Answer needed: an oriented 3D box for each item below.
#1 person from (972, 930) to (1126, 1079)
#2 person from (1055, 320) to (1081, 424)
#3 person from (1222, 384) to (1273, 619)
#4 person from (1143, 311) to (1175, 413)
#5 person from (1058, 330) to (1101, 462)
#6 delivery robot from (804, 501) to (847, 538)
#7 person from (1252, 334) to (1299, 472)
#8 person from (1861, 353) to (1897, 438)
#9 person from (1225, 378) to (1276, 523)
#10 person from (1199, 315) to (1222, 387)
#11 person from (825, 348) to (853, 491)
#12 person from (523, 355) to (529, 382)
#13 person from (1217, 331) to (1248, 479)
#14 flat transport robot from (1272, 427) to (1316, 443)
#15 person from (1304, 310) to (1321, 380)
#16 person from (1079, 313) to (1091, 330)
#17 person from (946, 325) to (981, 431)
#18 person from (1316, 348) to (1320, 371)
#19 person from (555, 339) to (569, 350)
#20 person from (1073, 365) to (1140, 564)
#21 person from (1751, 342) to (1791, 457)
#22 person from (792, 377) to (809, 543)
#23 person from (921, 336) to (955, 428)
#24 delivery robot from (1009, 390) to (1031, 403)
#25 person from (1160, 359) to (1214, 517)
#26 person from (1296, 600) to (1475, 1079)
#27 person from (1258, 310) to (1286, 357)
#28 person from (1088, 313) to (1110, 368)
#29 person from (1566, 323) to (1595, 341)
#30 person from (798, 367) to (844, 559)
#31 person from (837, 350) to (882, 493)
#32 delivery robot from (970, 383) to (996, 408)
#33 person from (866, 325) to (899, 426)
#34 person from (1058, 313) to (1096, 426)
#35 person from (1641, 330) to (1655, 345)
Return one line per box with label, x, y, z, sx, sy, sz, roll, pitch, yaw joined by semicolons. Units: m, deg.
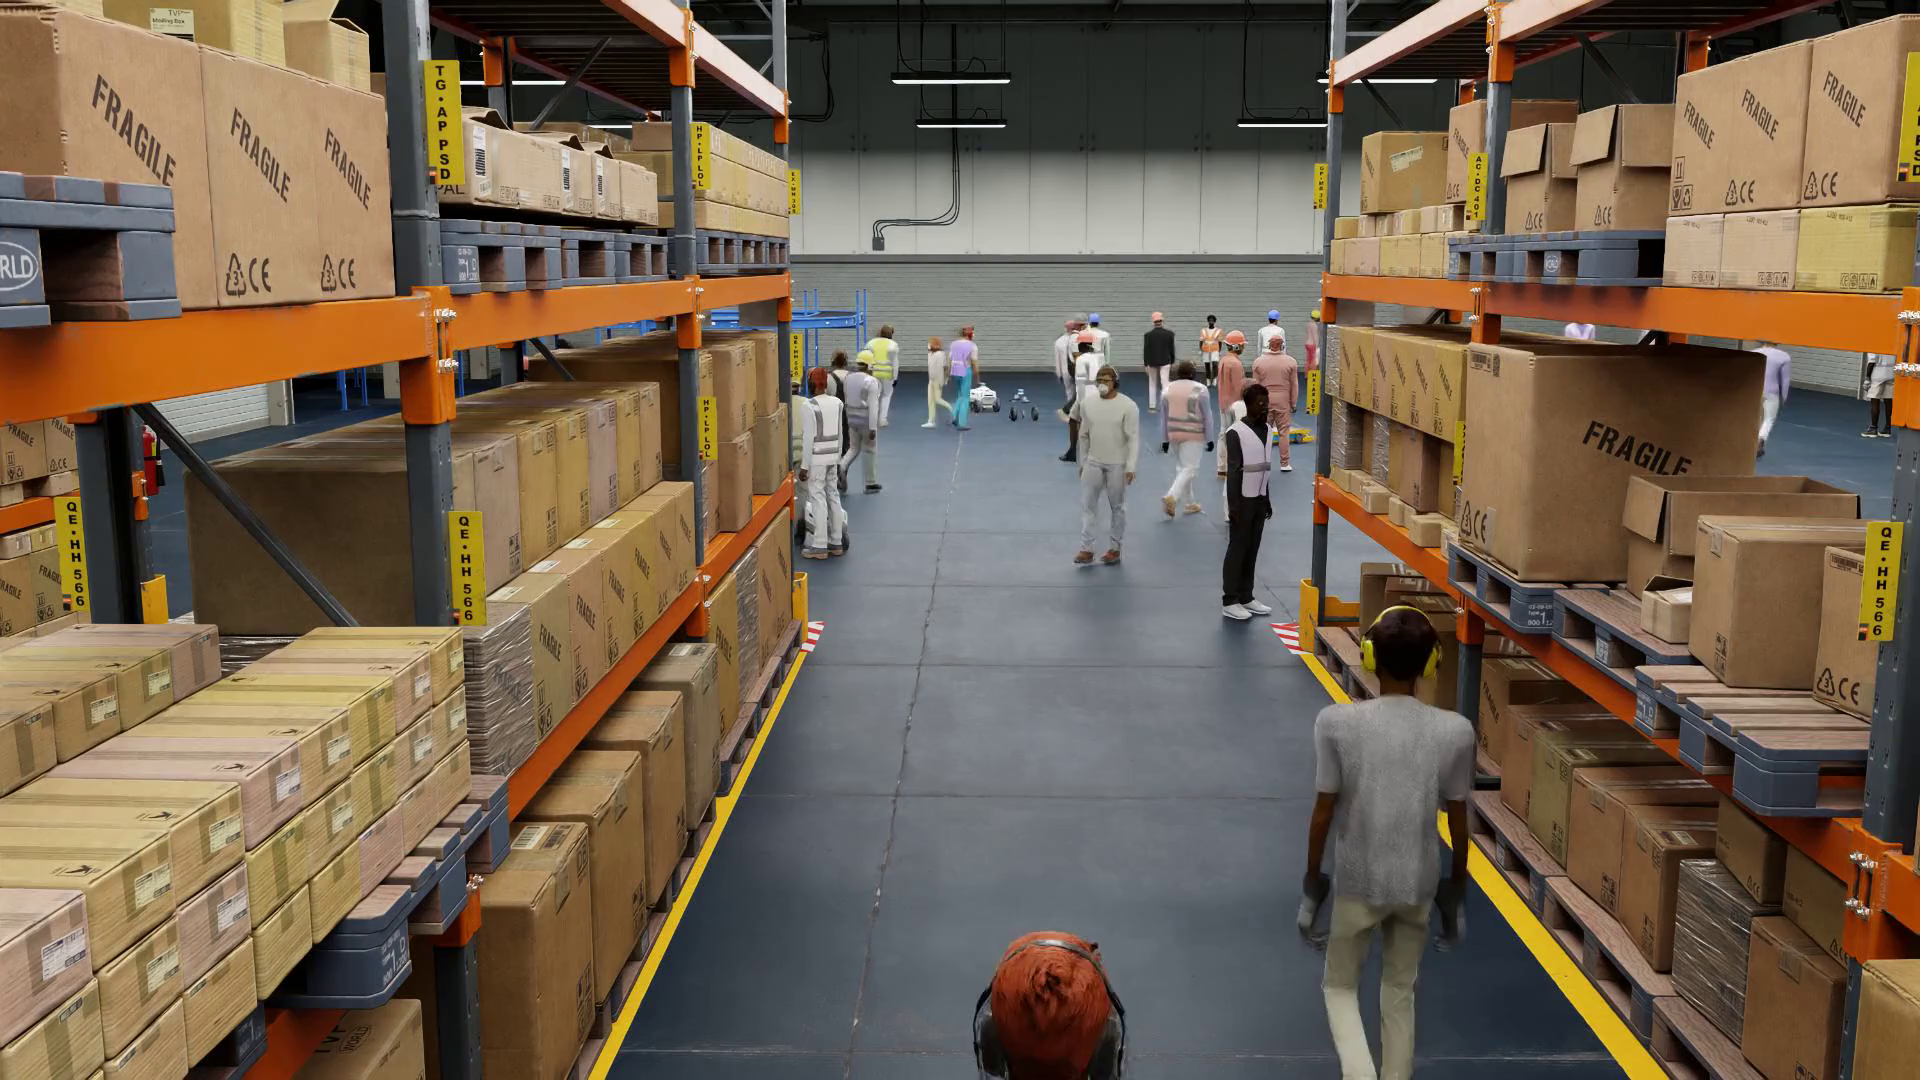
person;0.147;1.550;2.627;0.584;1.862;0.822;0;9;1
person;2.001;-2.989;29.722;0.670;1.881;0.669;6;11;30
person;2.364;-0.329;13.682;0.373;1.917;0.595;8;12;39
person;3.841;-3.411;32.015;0.625;1.967;0.849;0;9;0
person;1.764;-2.070;24.110;0.817;1.911;0.567;7;12;38
delivery robot;-1.393;-0.245;17.102;0.477;0.478;0.707;-3;10;-17
person;4.381;-1.902;23.138;0.638;1.910;0.407;2;10;15
person;15.352;-2.693;27.706;0.608;1.963;0.374;-1;10;-7
person;3.239;-0.998;18.584;0.810;1.601;0.546;-9;13;-44
person;5.812;-4.386;38.689;0.535;1.665;0.786;3;10;18
person;-1.515;-1.529;21.176;0.513;1.823;0.809;-3;10;-15
person;-4.657;-1.047;18.020;0.810;1.917;0.560;5;11;26
person;3.644;-1.795;22.235;0.378;1.995;0.609;-2;10;-14
flat transport robot;5.022;-1.691;26.890;1.431;0.197;0.652;-7;12;-35
person;8.708;-4.811;41.050;0.363;1.748;0.555;-1;10;-8
person;2.604;-3.920;35.446;0.619;1.838;0.430;5;11;28
person;0.054;-2.819;28.894;0.645;1.817;0.458;9;13;42
person;6.091;-2.577;27.399;0.523;1.843;0.824;6;11;31
person;-6.467;-2.394;26.775;0.801;1.662;0.556;-2;10;-14
person;1.357;-0.700;15.905;0.655;1.914;0.802;5;11;29
person;11.971;-2.170;24.753;0.635;1.919;0.784;8;12;39
person;-1.767;-0.897;17.412;0.612;1.802;0.747;-3;10;-16
person;-0.370;-2.795;29.348;0.612;1.610;0.508;-5;11;-30
delivery robot;1.128;-2.683;30.926;0.335;0.223;0.698;-3;10;-15
person;2.555;-1.165;19.051;0.632;1.815;0.853;9;13;42
person;1.338;1.114;5.231;0.542;1.852;0.477;1;9;3
person;6.274;-3.645;33.451;0.603;1.949;0.389;8;12;38
person;2.645;-3.500;32.688;0.616;1.914;0.953;0;9;1
person;12.625;-3.761;33.905;0.609;2.031;0.485;1;9;3
person;-1.369;-0.767;16.407;0.337;1.882;0.585;7;12;35
person;-1.289;-1.479;20.917;0.610;1.803;0.707;8;12;40
delivery robot;0.447;-2.832;32.598;0.477;0.478;0.707;-3;10;-19
person;-1.383;-2.901;29.433;0.650;1.808;0.706;3;10;15
person;2.119;-3.008;29.492;0.646;2.000;0.697;0;9;3
person;16.465;-4.619;39.477;1.014;1.891;0.559;-7;12;-37
